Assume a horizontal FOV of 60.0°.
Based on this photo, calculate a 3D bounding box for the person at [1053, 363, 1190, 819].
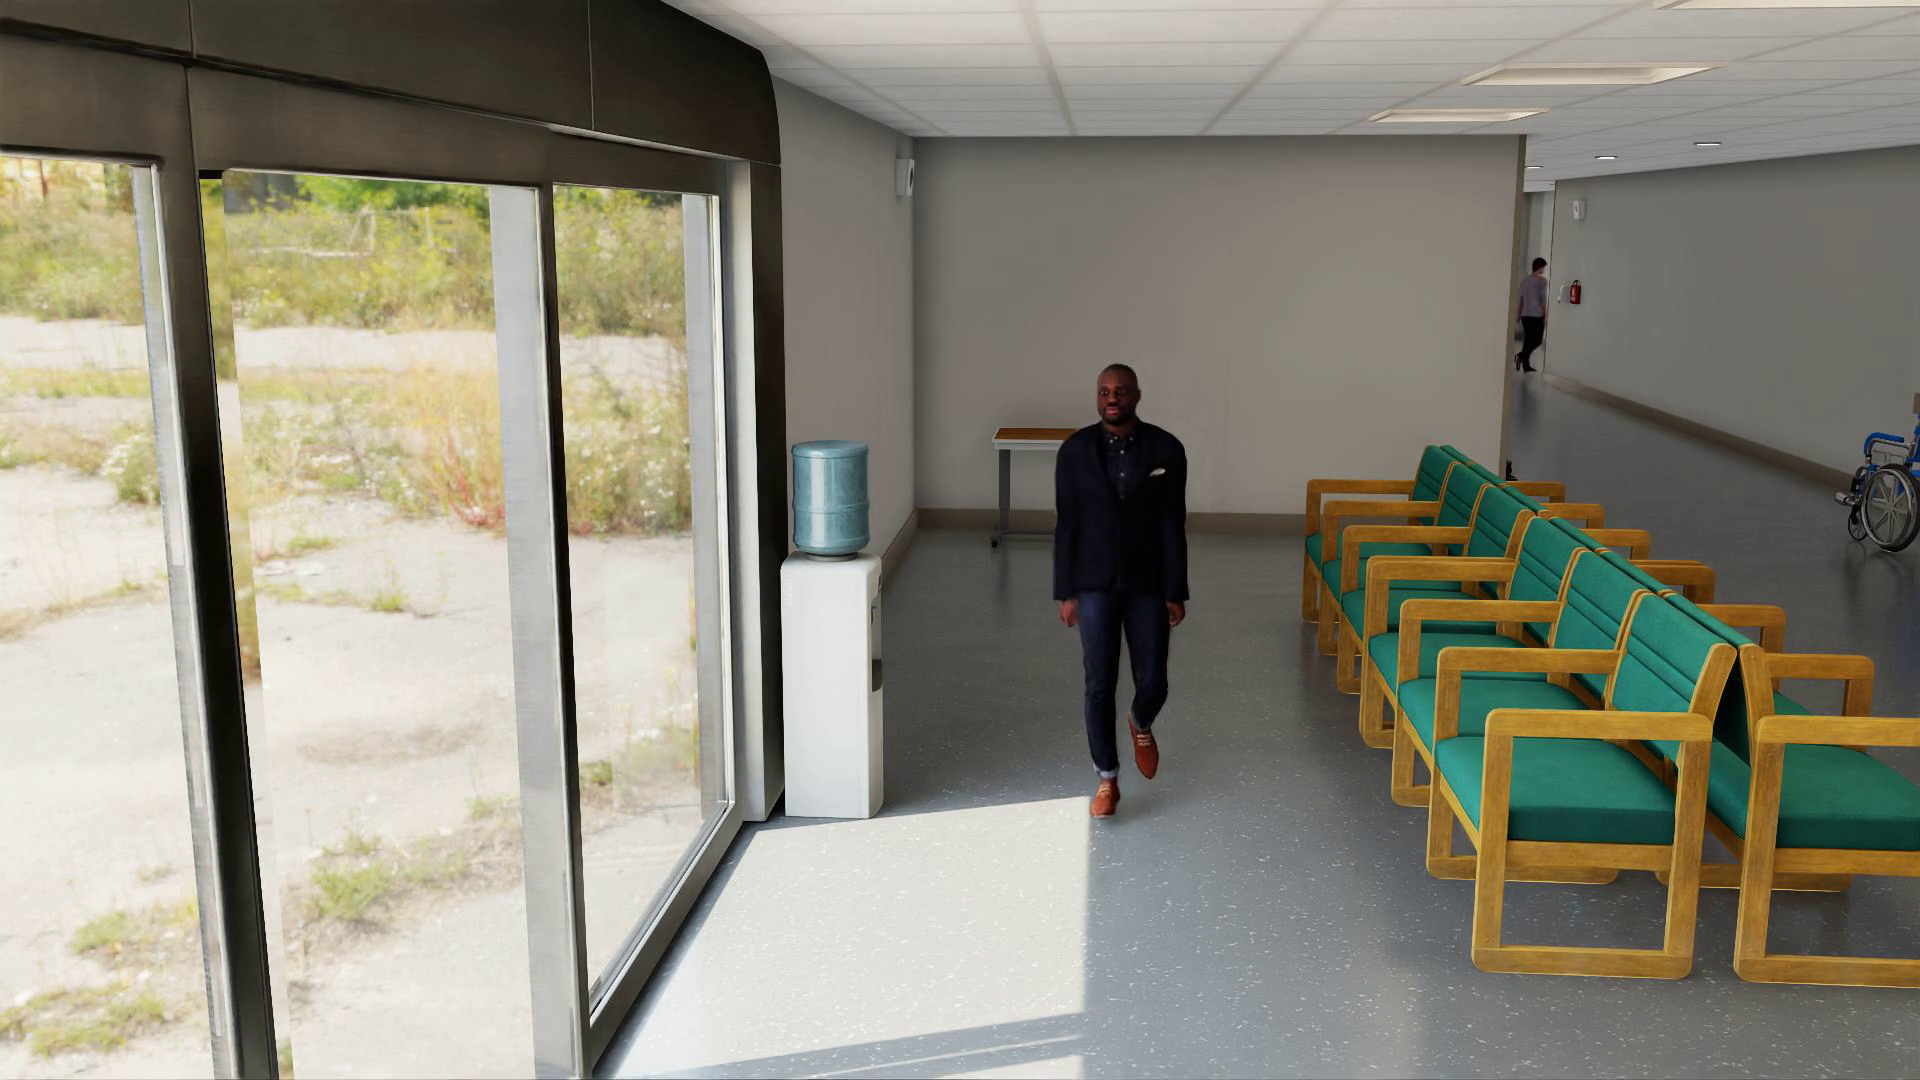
[{"bbox_3d":[0.662,0.196,6.698,0.795,1.799,0.788,2,11,10],"label":"person"}]

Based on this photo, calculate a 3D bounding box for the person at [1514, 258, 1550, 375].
[{"bbox_3d":[8.967,-3.505,26.135,1.096,1.826,1.009,-8,13,-37],"label":"person"}]
